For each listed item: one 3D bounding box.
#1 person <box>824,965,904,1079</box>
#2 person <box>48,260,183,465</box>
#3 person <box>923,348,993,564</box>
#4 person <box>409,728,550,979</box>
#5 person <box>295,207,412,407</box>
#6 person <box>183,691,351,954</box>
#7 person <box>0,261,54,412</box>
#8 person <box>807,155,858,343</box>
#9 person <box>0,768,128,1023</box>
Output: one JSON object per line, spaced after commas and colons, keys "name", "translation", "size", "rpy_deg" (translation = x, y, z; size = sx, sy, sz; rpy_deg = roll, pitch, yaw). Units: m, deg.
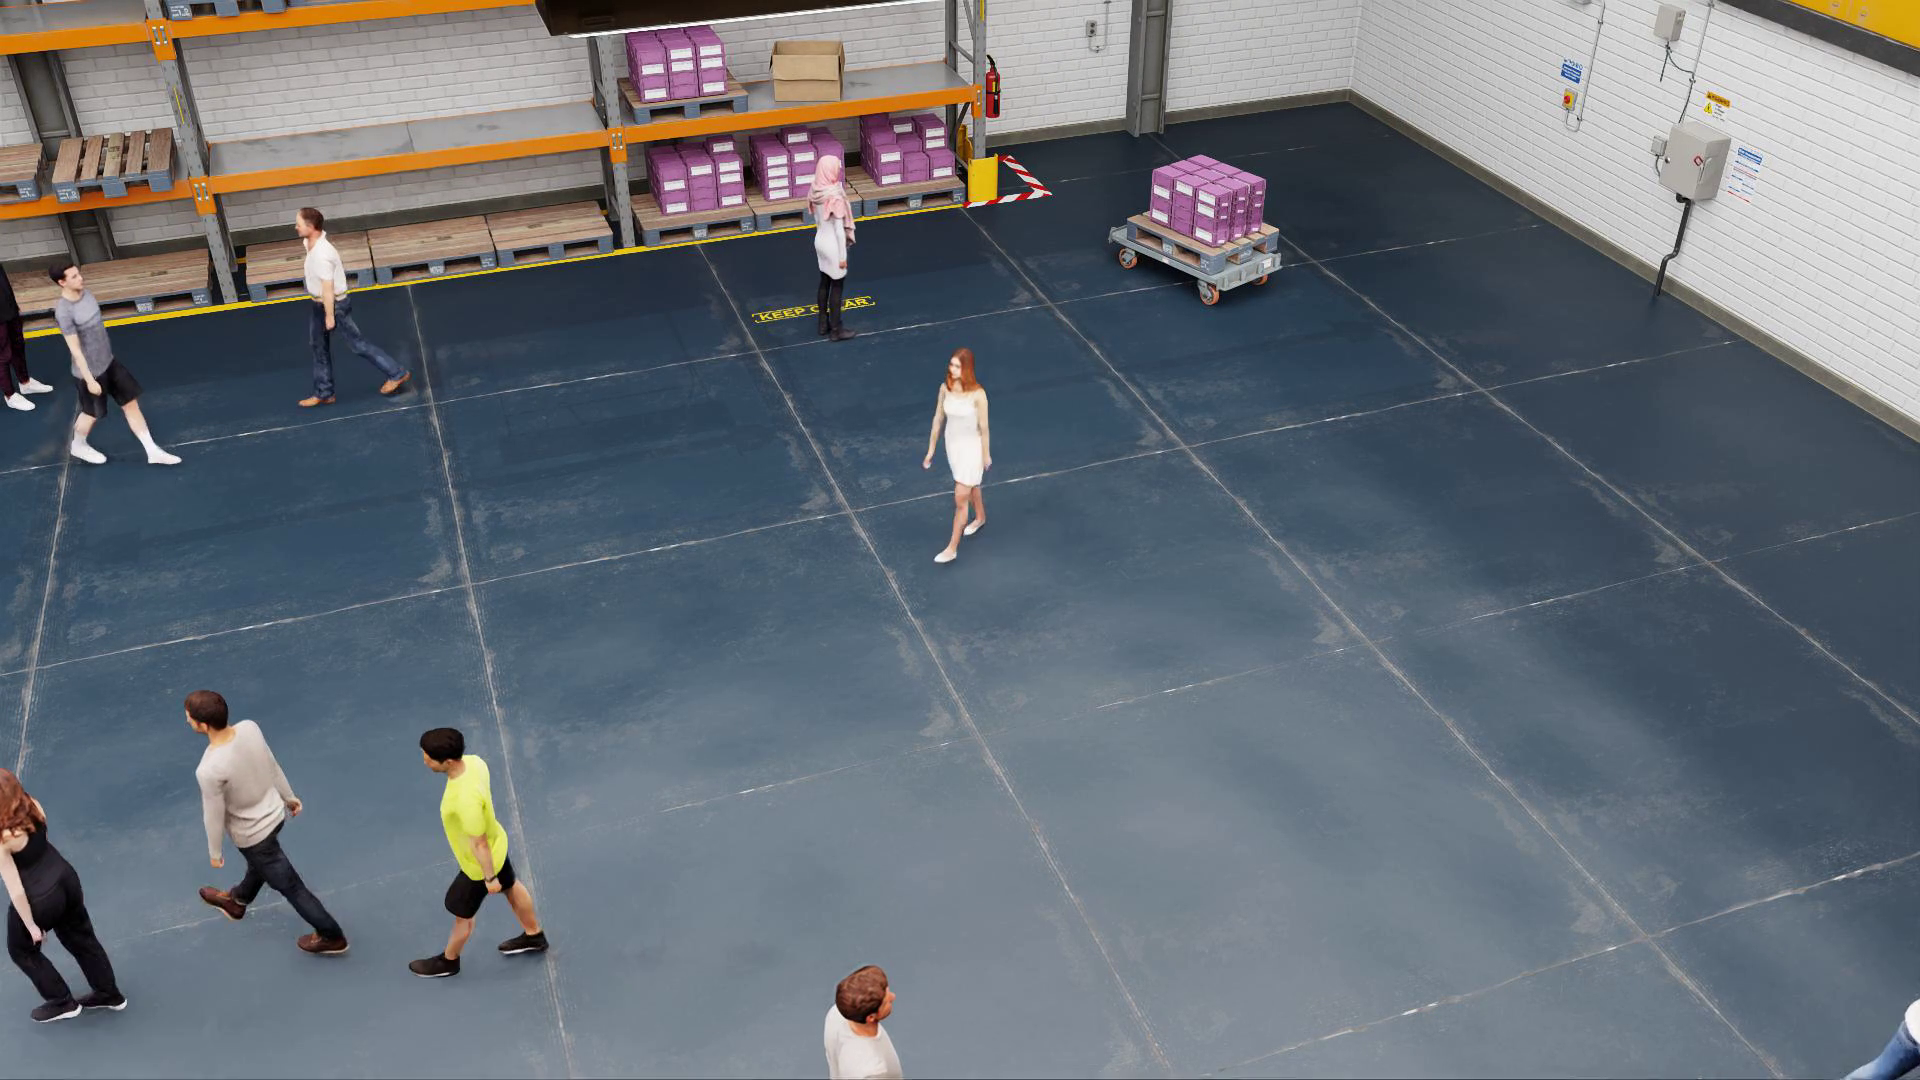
{"name": "person", "translation": [-0.411, 2.602, 7.426], "size": [0.597, 1.905, 0.678], "rpy_deg": [-15, 36, -21]}
{"name": "person", "translation": [-7.121, -1.400, 13.505], "size": [1.287, 1.839, 1.055], "rpy_deg": [5, 34, 7]}
{"name": "person", "translation": [0.085, -0.721, 12.631], "size": [0.911, 1.676, 1.095], "rpy_deg": [25, 41, 32]}
{"name": "person", "translation": [-2.522, 1.671, 9.033], "size": [1.011, 1.676, 0.750], "rpy_deg": [-7, 34, -10]}
{"name": "person", "translation": [-5.346, -2.027, 14.468], "size": [1.244, 1.818, 0.787], "rpy_deg": [-16, 37, -23]}
{"name": "person", "translation": [-3.728, 1.593, 9.032], "size": [1.282, 1.808, 1.059], "rpy_deg": [6, 34, 9]}
{"name": "person", "translation": [-8.401, -2.022, 14.494], "size": [0.681, 1.782, 0.702], "rpy_deg": [1, 34, 2]}
{"name": "person", "translation": [-1.208, -2.725, 15.532], "size": [0.688, 1.804, 0.702], "rpy_deg": [-25, 41, -33]}
{"name": "person", "translation": [-4.693, 1.859, 8.701], "size": [0.806, 1.731, 0.726], "rpy_deg": [4, 34, 6]}
